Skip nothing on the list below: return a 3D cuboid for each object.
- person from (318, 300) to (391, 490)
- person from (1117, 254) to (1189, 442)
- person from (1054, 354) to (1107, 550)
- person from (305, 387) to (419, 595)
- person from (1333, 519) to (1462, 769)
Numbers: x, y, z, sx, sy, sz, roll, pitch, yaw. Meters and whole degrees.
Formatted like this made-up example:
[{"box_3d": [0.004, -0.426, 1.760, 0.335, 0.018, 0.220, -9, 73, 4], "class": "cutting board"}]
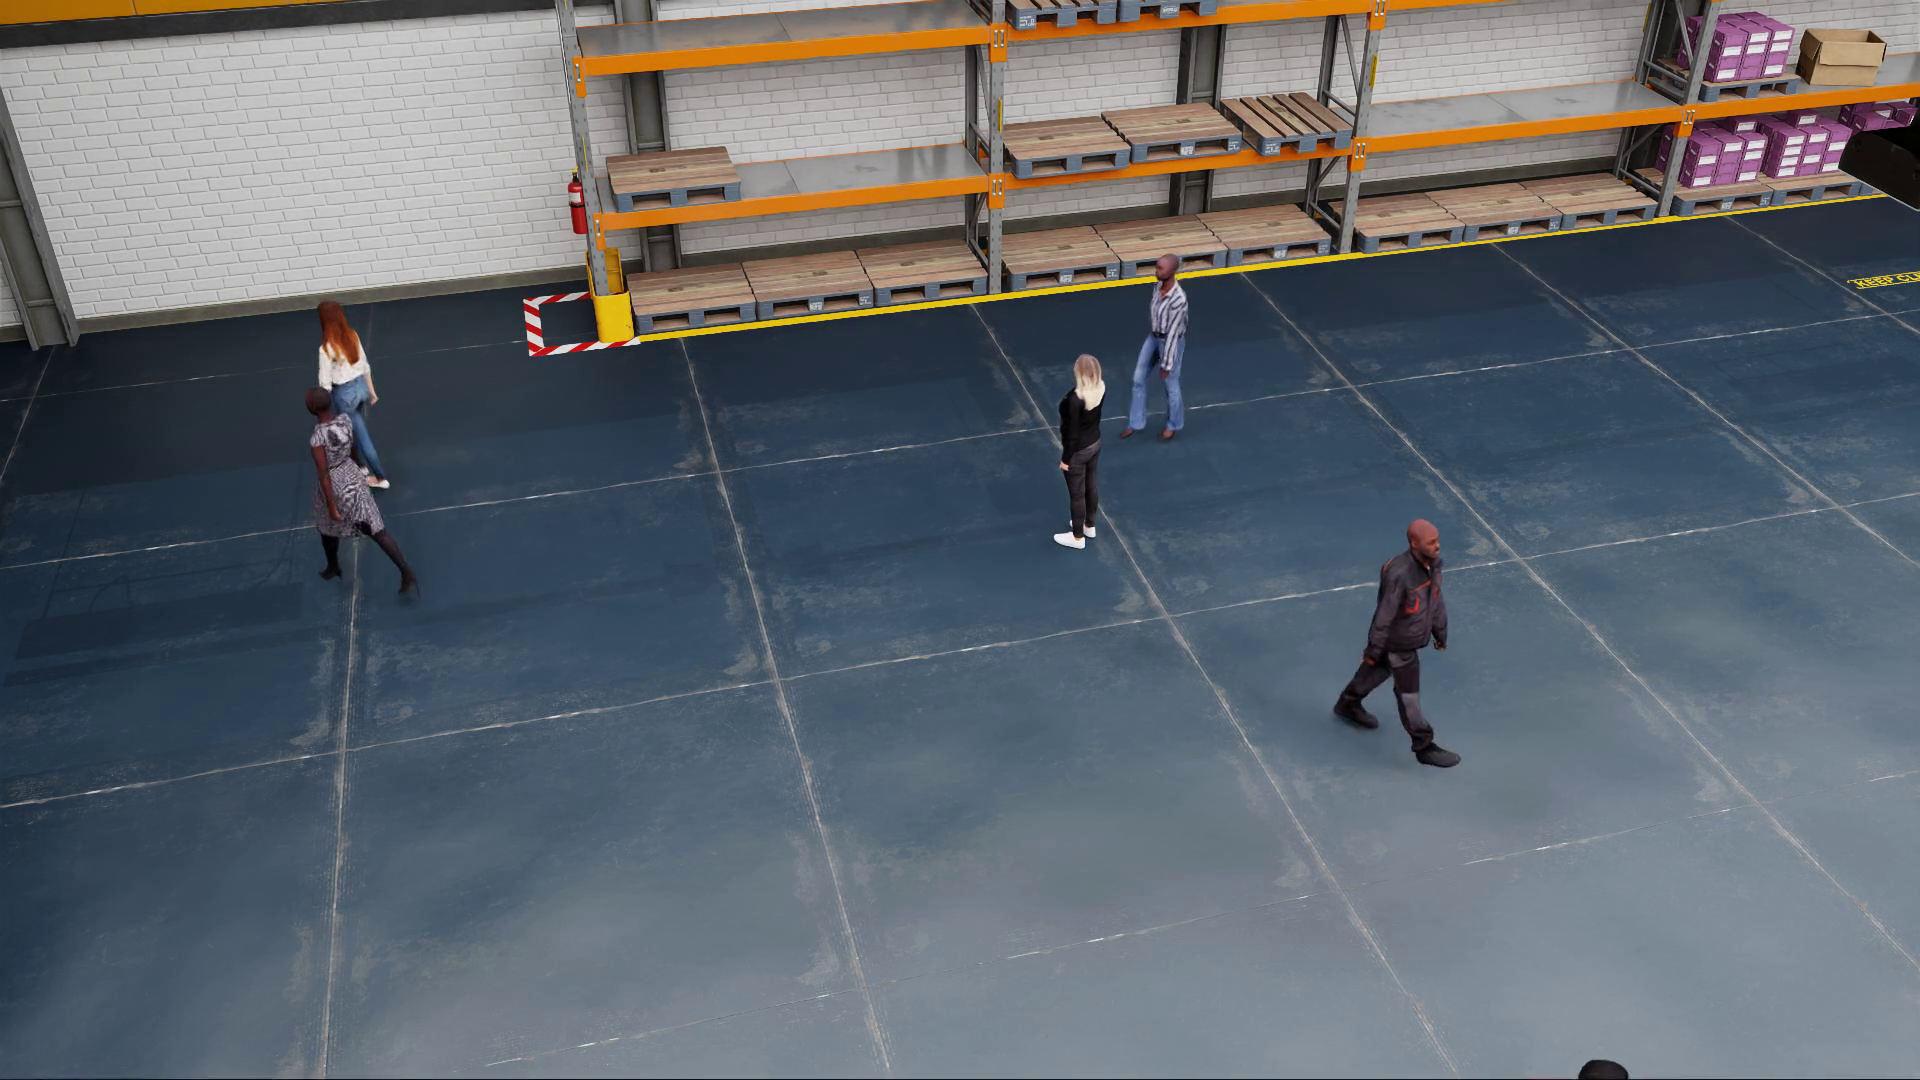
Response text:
[{"box_3d": [-4.961, -1.168, 13.735, 0.906, 1.714, 0.832, 14, 36, 20], "class": "person"}, {"box_3d": [1.853, -1.654, 14.409, 0.909, 1.777, 0.766, -18, 38, -25], "class": "person"}, {"box_3d": [0.968, -0.702, 13.060, 0.746, 1.685, 0.665, 22, 39, 29], "class": "person"}, {"box_3d": [-4.513, -0.313, 12.422, 1.253, 1.743, 1.103, 13, 36, 19], "class": "person"}, {"box_3d": [2.828, 0.597, 11.014, 1.222, 1.785, 1.266, 25, 41, 33], "class": "person"}]
